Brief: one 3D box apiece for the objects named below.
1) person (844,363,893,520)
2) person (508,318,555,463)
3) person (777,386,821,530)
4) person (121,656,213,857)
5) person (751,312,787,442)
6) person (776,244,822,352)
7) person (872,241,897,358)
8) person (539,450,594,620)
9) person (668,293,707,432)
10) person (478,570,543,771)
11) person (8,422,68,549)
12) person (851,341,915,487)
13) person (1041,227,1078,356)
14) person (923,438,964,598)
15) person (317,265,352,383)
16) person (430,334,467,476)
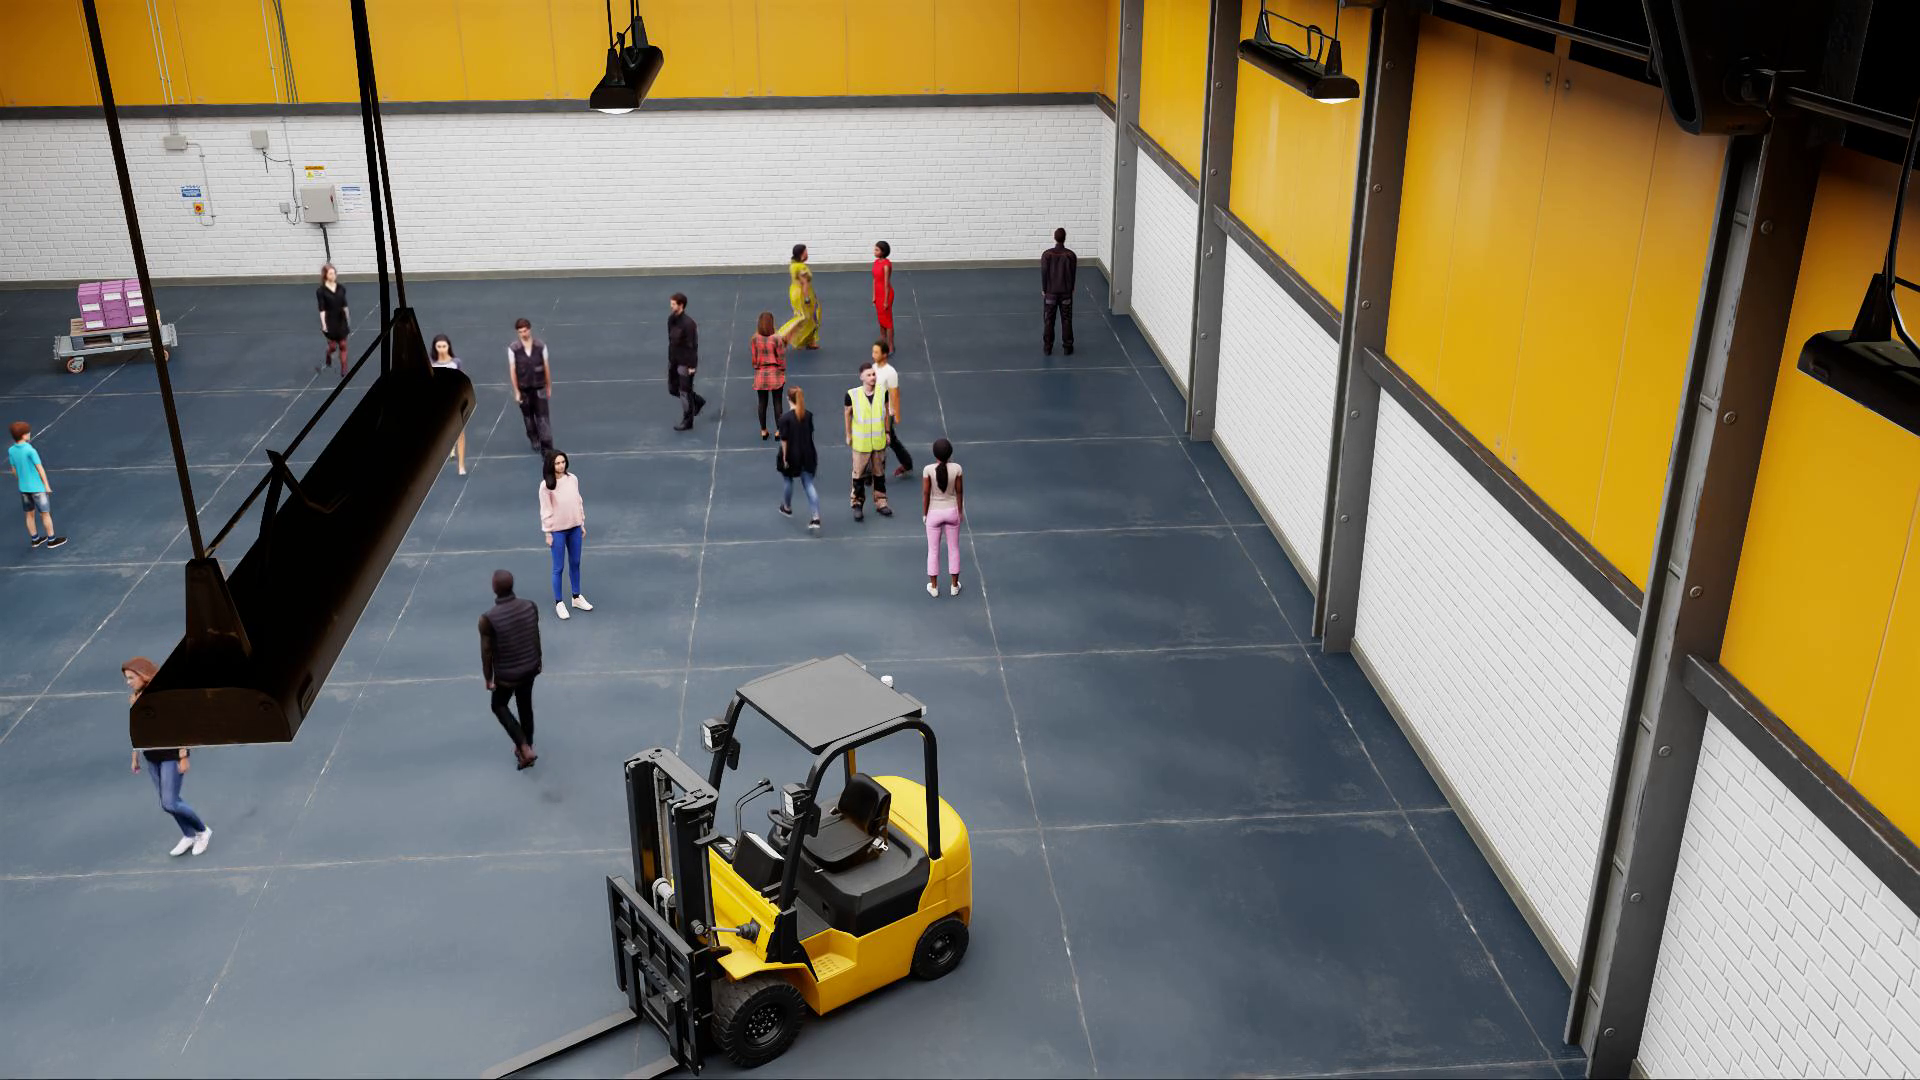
[{"bbox_3d":[-1.041,-1.153,19.081,0.779,1.846,0.800,-8,25,-18],"label":"person"},{"bbox_3d":[-5.396,-1.903,20.859,0.770,1.797,1.240,-7,25,-17],"label":"person"},{"bbox_3d":[-1.766,-0.893,18.740,0.928,1.643,1.189,-13,27,-27],"label":"person"},{"bbox_3d":[-6.090,1.638,12.871,0.692,1.705,0.722,8,25,18],"label":"person"},{"bbox_3d":[-2.462,-2.113,21.457,0.684,1.702,0.673,7,25,15],"label":"person"},{"bbox_3d":[-2.436,-3.606,24.945,0.914,1.644,0.965,-8,25,-18],"label":"person"},{"bbox_3d":[-1.129,-3.607,24.827,0.695,1.741,0.578,-14,27,-28],"label":"person"},{"bbox_3d":[-3.990,-0.090,16.744,0.764,1.769,0.722,21,31,40],"label":"person"},{"bbox_3d":[-3.570,-2.355,21.856,1.028,1.826,0.978,-21,31,-39],"label":"person"},{"bbox_3d":[-3.684,1.122,13.900,0.909,1.827,0.973,-18,30,-36],"label":"person"},{"bbox_3d":[-10.240,-0.612,18.338,0.575,1.449,0.566,5,24,11],"label":"person"},{"bbox_3d":[-0.846,-1.526,20.041,1.098,1.761,1.192,-15,28,-31],"label":"person"},{"bbox_3d":[1.479,-3.719,24.865,0.720,1.914,0.640,2,24,4],"label":"person"},{"bbox_3d":[-0.174,-0.245,17.139,0.572,1.737,0.521,-3,24,-7],"label":"person"},{"bbox_3d":[-8.952,-3.092,23.715,0.903,1.686,0.834,21,31,40],"label":"person"},{"bbox_3d":[-6.328,-1.714,20.556,0.801,1.693,1.202,-8,25,-17],"label":"person"}]
